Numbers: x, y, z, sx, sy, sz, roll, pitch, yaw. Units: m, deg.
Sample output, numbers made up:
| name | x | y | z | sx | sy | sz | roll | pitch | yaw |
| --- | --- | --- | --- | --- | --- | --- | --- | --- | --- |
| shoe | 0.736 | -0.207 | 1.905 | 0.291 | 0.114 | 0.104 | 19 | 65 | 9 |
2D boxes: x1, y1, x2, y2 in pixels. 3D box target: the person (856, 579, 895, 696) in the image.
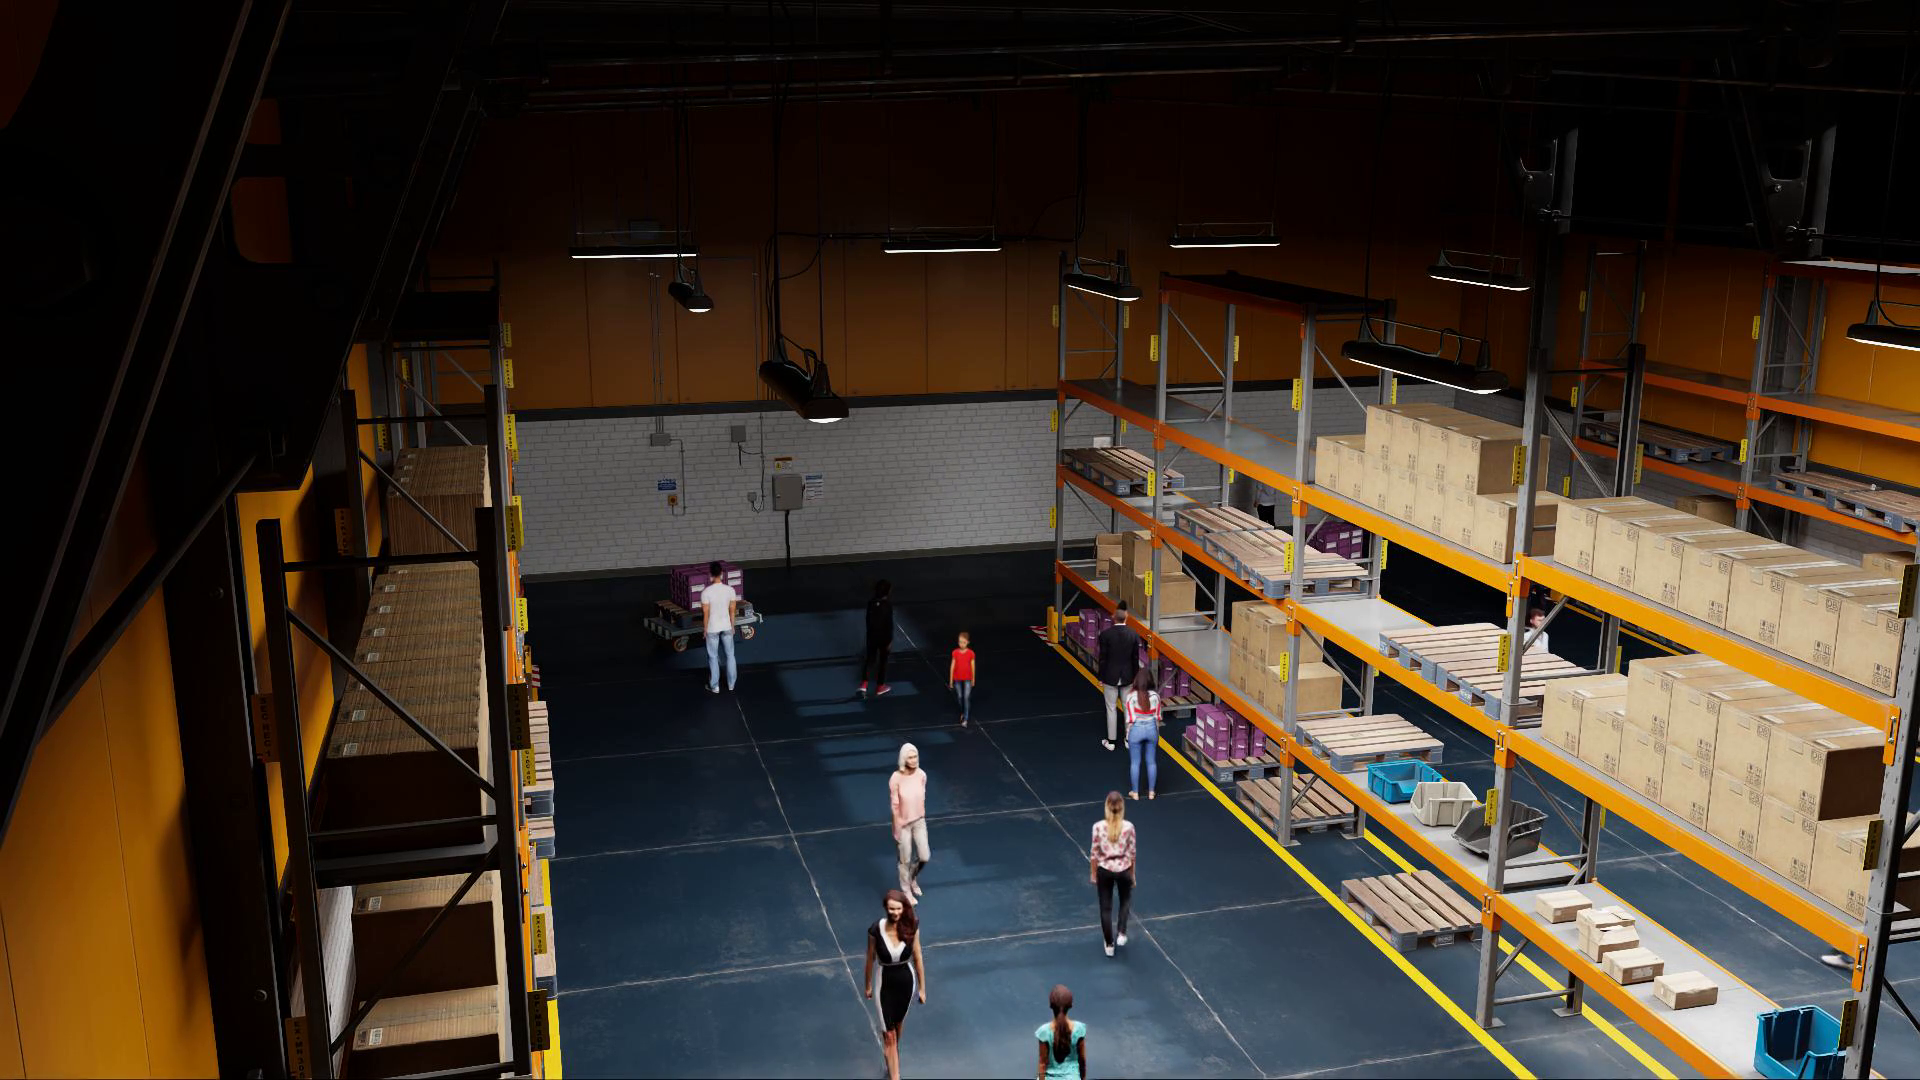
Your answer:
| name | x | y | z | sx | sy | sz | roll | pitch | yaw |
| --- | --- | --- | --- | --- | --- | --- | --- | --- | --- |
| person | -1.163 | 1.382 | 23.193 | 0.885 | 1.656 | 0.959 | 6 | 15 | 22 |

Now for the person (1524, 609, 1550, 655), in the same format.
| name | x | y | z | sx | sy | sz | roll | pitch | yaw |
| --- | --- | --- | --- | --- | --- | --- | --- | --- | --- |
| person | 7.280 | 1.762 | 21.219 | 0.707 | 1.847 | 0.659 | -8 | 16 | -31 |

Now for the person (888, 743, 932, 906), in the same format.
| name | x | y | z | sx | sy | sz | roll | pitch | yaw |
| --- | --- | --- | --- | --- | --- | --- | --- | --- | --- |
| person | -0.568 | 2.866 | 16.940 | 0.675 | 1.714 | 0.694 | -8 | 16 | -31 |

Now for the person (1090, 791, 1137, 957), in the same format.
| name | x | y | z | sx | sy | sz | roll | pitch | yaw |
| --- | --- | --- | --- | --- | --- | --- | --- | --- | --- |
| person | 1.465 | 3.193 | 15.782 | 0.664 | 1.624 | 0.679 | 1 | 14 | 3 |

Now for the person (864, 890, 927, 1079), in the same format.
| name | x | y | z | sx | sy | sz | roll | pitch | yaw |
| --- | --- | --- | --- | --- | --- | --- | --- | --- | --- |
| person | -0.554 | 3.656 | 13.591 | 0.609 | 1.754 | 1.125 | -4 | 14 | -14 |

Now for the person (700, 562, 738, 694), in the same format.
| name | x | y | z | sx | sy | sz | roll | pitch | yaw |
| --- | --- | --- | --- | --- | --- | --- | --- | --- | --- |
| person | -3.391 | 1.225 | 23.401 | 0.727 | 1.863 | 0.656 | -8 | 16 | -28 |

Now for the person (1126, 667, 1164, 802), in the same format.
| name | x | y | z | sx | sy | sz | roll | pitch | yaw |
| --- | --- | --- | --- | --- | --- | --- | --- | --- | --- |
| person | 2.165 | 2.273 | 19.603 | 0.627 | 1.614 | 0.573 | -1 | 14 | -4 |

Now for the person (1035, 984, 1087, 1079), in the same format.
| name | x | y | z | sx | sy | sz | roll | pitch | yaw |
| --- | --- | --- | --- | --- | --- | --- | --- | --- | --- |
| person | 0.763 | 4.070 | 12.345 | 0.633 | 1.536 | 1.046 | -2 | 14 | -7 |

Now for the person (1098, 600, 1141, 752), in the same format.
| name | x | y | z | sx | sy | sz | roll | pitch | yaw |
| --- | --- | --- | --- | --- | --- | --- | --- | --- | --- |
| person | 2.030 | 1.711 | 21.191 | 0.711 | 1.958 | 0.601 | -3 | 14 | -11 |

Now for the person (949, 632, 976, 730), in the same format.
| name | x | y | z | sx | sy | sz | roll | pitch | yaw |
| --- | --- | --- | --- | --- | --- | --- | --- | --- | --- |
| person | 0.041 | 1.835 | 22.114 | 0.692 | 1.283 | 0.932 | 2 | 14 | 8 |
